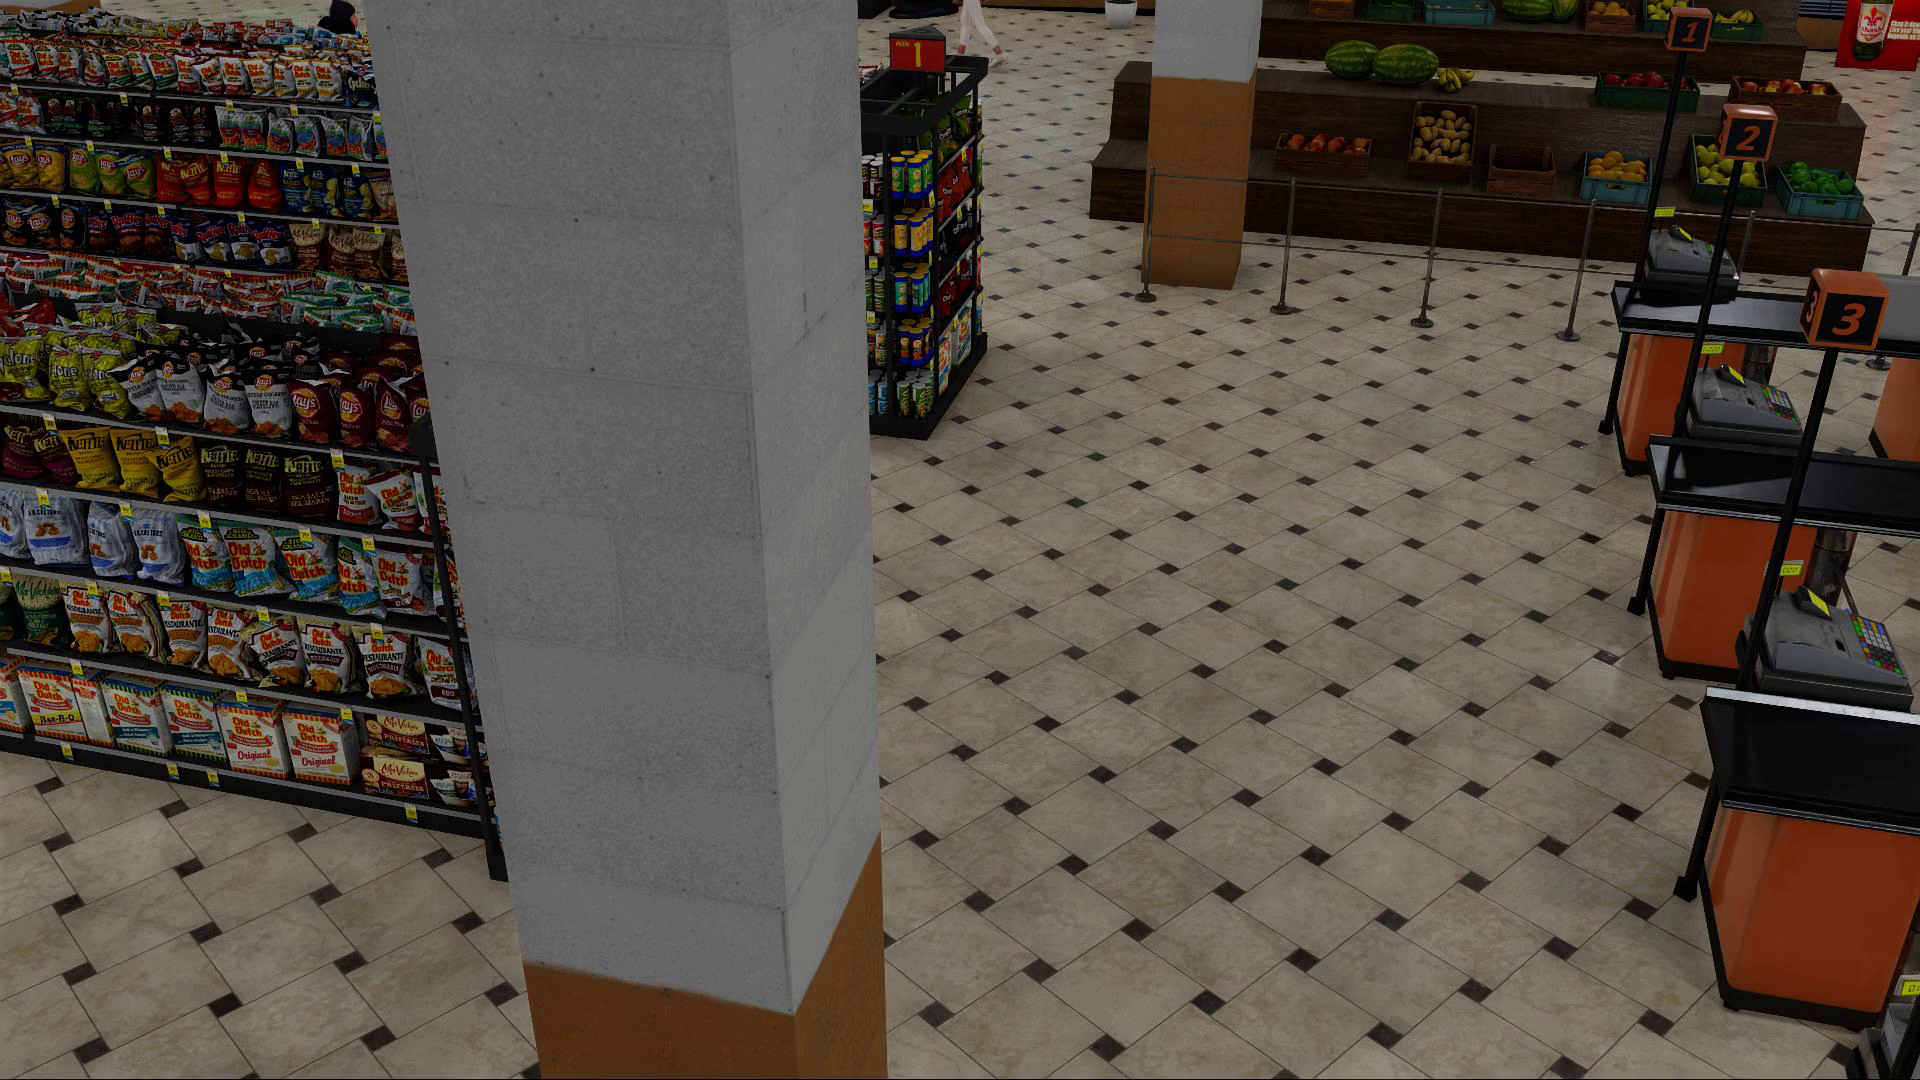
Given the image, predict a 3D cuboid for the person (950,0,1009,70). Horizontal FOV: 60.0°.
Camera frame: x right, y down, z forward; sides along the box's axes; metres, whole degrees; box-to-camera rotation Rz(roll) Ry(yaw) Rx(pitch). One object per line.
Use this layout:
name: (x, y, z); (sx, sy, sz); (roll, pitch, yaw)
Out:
person: (0.228, -6.099, 18.535); (1.160, 1.676, 0.779); (15, 32, 25)
